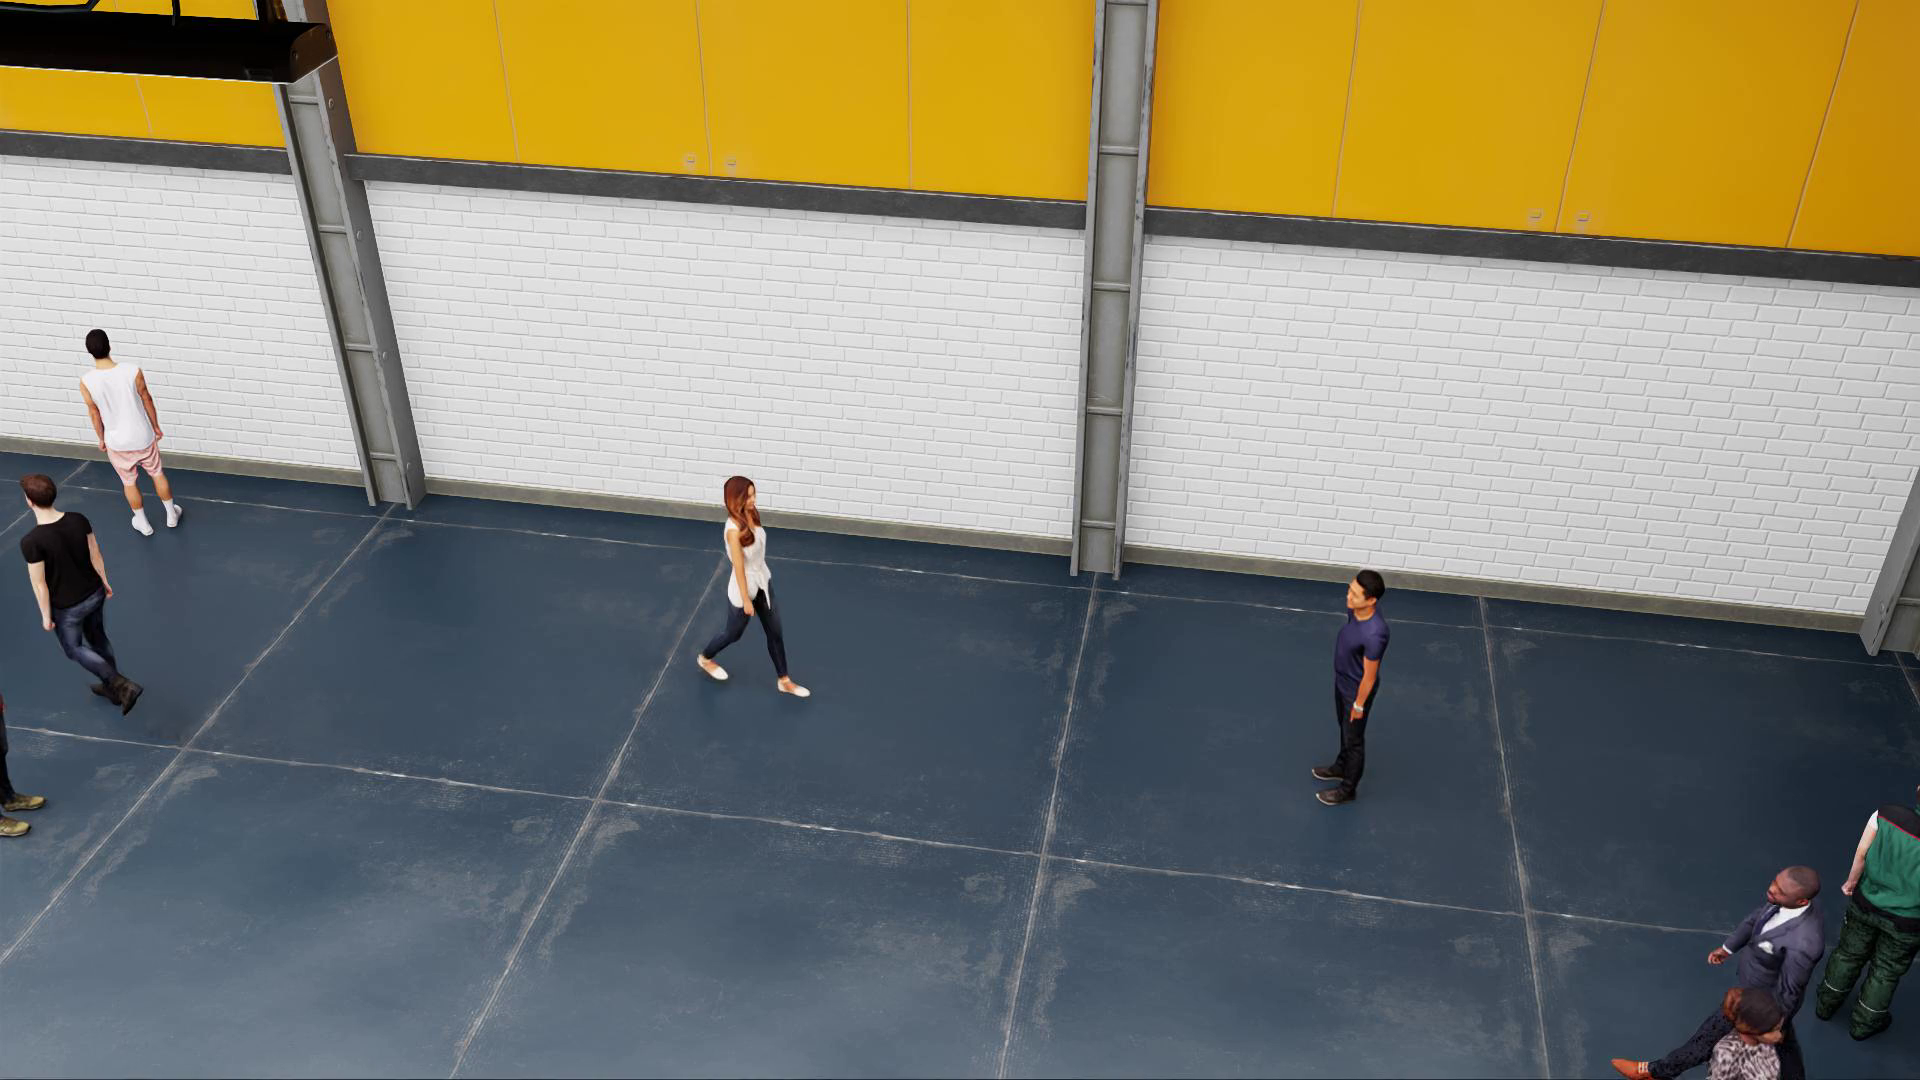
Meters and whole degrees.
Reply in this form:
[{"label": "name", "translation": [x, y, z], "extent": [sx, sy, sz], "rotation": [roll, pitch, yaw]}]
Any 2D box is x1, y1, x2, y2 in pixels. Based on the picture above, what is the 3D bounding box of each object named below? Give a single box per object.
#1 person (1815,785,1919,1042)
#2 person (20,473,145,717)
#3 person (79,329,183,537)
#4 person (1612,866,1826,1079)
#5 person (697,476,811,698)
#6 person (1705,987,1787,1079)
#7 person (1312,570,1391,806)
[{"label": "person", "translation": [5.084, 1.975, 9.065], "extent": [0.789, 1.842, 0.707], "rotation": [-26, 42, -34]}, {"label": "person", "translation": [-5.980, 0.423, 11.361], "extent": [1.017, 1.885, 0.841], "rotation": [16, 37, 22]}, {"label": "person", "translation": [-6.692, -0.856, 13.372], "extent": [0.720, 1.789, 0.793], "rotation": [-18, 38, -25]}, {"label": "person", "translation": [4.228, 2.359, 8.550], "extent": [1.313, 1.772, 0.922], "rotation": [15, 36, 21]}, {"label": "person", "translation": [-1.567, 0.341, 11.610], "extent": [1.152, 1.746, 0.745], "rotation": [12, 35, 17]}, {"label": "person", "translation": [3.584, 2.740, 8.041], "extent": [0.902, 1.701, 0.953], "rotation": [-20, 38, -27]}, {"label": "person", "translation": [2.562, 0.920, 10.696], "extent": [0.620, 1.793, 0.686], "rotation": [-2, 34, -2]}]
